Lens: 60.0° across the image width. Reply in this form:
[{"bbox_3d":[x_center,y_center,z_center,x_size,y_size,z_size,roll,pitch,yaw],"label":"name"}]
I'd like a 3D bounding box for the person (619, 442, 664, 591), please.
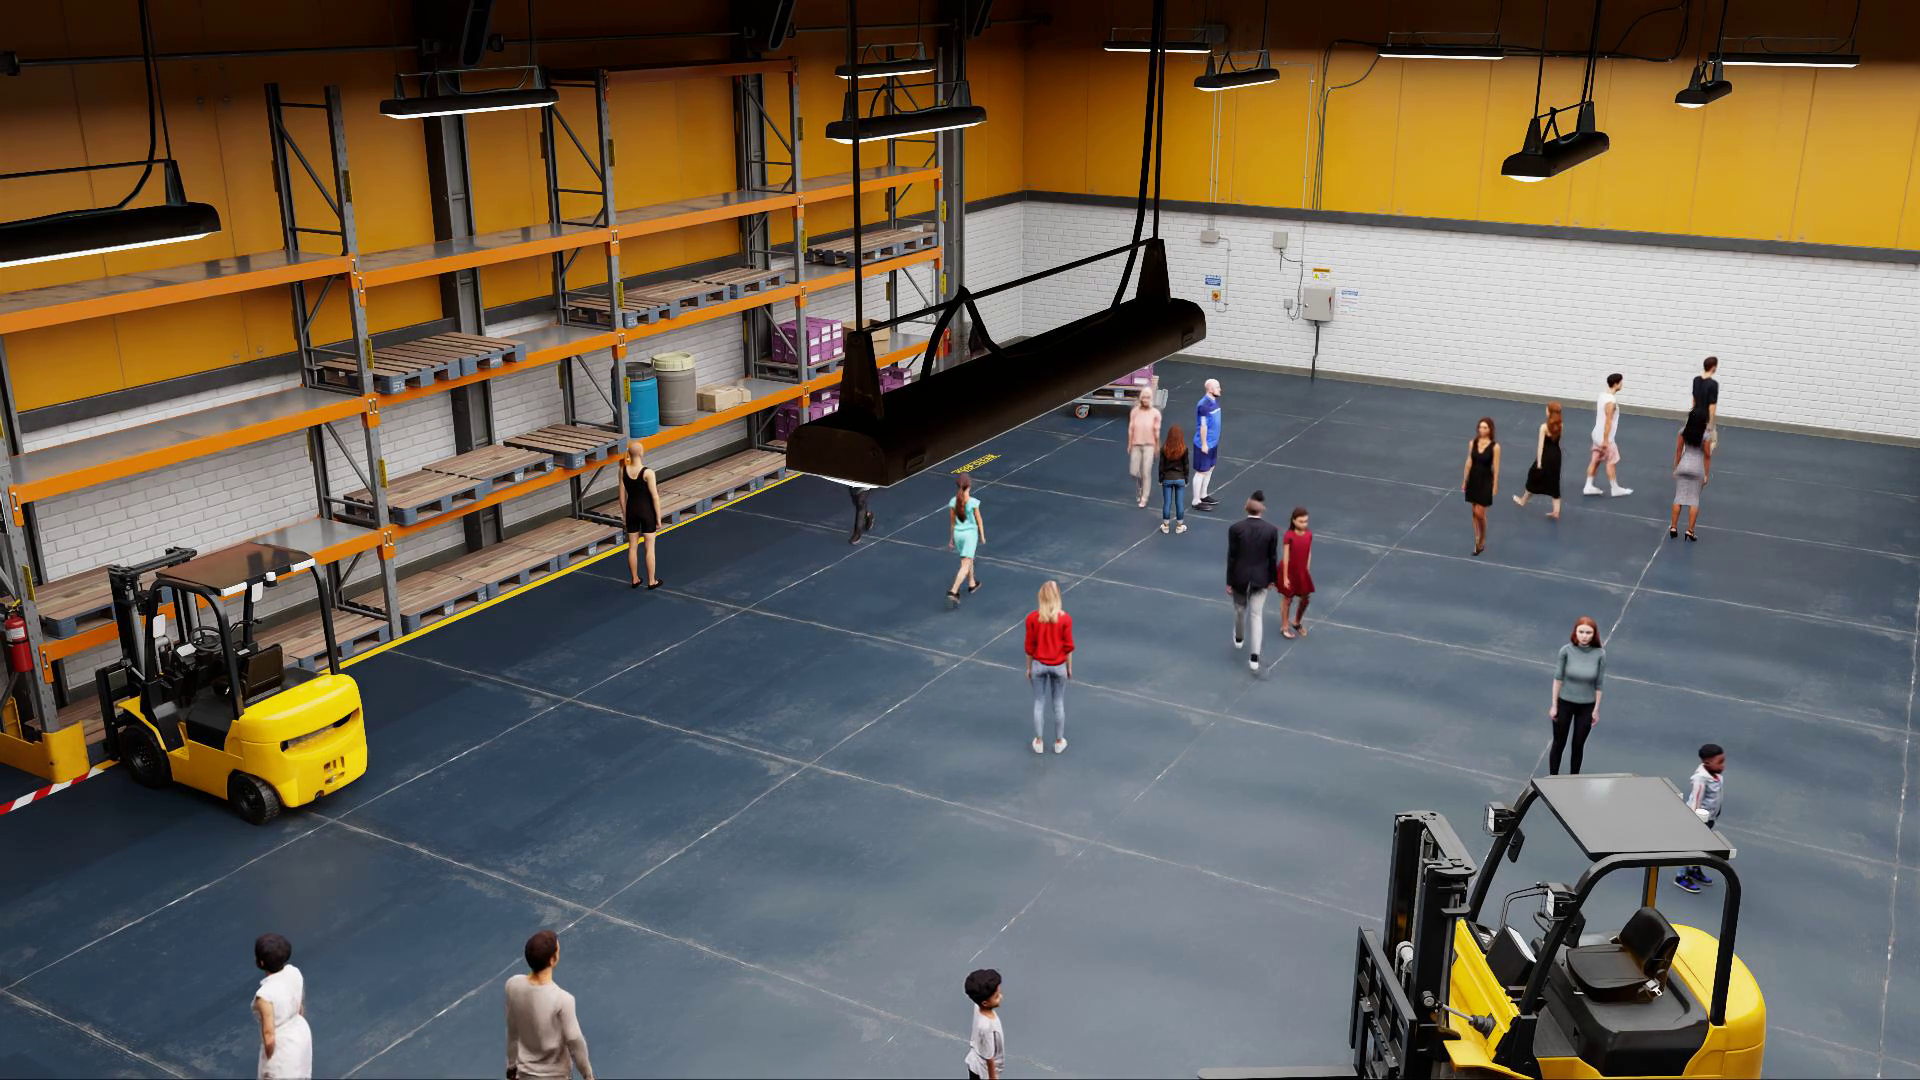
[{"bbox_3d":[-3.852,-0.296,19.993,0.702,1.815,0.601,5,19,14],"label":"person"}]

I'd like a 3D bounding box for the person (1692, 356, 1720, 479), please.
[{"bbox_3d":[10.764,-1.753,24.273,0.842,1.845,0.806,-8,20,-23],"label":"person"}]

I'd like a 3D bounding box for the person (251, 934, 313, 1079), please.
[{"bbox_3d":[-4.136,3.130,10.234,0.720,1.551,0.570,4,19,11],"label":"person"}]

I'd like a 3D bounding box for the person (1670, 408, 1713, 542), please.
[{"bbox_3d":[9.551,-0.865,21.738,0.637,1.781,0.594,17,25,41],"label":"person"}]

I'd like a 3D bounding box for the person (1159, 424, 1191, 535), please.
[{"bbox_3d":[2.838,-0.815,22.055,0.630,1.484,0.633,2,19,6],"label":"person"}]

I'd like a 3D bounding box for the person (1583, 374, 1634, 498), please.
[{"bbox_3d":[9.061,-1.478,23.581,0.942,1.766,0.939,2,19,5],"label":"person"}]

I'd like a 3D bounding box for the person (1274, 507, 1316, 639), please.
[{"bbox_3d":[3.694,0.339,18.547,0.710,1.536,0.769,-6,19,-16],"label":"person"}]

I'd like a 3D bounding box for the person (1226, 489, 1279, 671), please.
[{"bbox_3d":[3.098,0.458,17.631,1.100,1.895,1.376,1,19,2],"label":"person"}]

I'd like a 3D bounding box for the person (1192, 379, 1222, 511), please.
[{"bbox_3d":[3.417,-1.342,23.062,0.726,1.839,0.492,10,21,26],"label":"person"}]

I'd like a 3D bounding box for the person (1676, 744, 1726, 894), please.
[{"bbox_3d":[5.981,2.212,13.419,0.496,1.258,0.585,-16,25,-40],"label":"person"}]

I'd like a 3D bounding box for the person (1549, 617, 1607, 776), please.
[{"bbox_3d":[5.464,1.498,14.781,0.635,1.743,0.629,4,19,13],"label":"person"}]

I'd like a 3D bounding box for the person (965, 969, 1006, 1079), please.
[{"bbox_3d":[0.153,3.237,10.372,0.637,1.260,0.569,-3,19,-10],"label":"person"}]

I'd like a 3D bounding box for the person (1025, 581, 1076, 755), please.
[{"bbox_3d":[0.837,1.203,15.716,0.690,1.704,0.667,1,19,3],"label":"person"}]

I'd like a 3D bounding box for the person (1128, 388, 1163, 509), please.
[{"bbox_3d":[2.582,-1.314,23.173,0.668,1.715,0.679,6,20,18],"label":"person"}]

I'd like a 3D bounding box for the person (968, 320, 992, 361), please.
[{"bbox_3d":[0.283,-2.869,27.986,0.624,1.590,1.055,8,20,23],"label":"person"}]

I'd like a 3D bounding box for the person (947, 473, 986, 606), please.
[{"bbox_3d":[0.035,0.007,19.545,0.553,1.527,1.052,11,21,29],"label":"person"}]

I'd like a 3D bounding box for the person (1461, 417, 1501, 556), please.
[{"bbox_3d":[6.648,-0.674,21.100,0.728,1.825,0.664,-17,25,-40],"label":"person"}]

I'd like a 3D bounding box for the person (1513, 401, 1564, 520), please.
[{"bbox_3d":[8.061,-1.052,22.599,1.056,1.585,1.048,-7,20,-20],"label":"person"}]

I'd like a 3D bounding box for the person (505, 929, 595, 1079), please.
[{"bbox_3d":[-2.472,3.157,9.685,0.702,1.851,0.683,9,21,25],"label":"person"}]
